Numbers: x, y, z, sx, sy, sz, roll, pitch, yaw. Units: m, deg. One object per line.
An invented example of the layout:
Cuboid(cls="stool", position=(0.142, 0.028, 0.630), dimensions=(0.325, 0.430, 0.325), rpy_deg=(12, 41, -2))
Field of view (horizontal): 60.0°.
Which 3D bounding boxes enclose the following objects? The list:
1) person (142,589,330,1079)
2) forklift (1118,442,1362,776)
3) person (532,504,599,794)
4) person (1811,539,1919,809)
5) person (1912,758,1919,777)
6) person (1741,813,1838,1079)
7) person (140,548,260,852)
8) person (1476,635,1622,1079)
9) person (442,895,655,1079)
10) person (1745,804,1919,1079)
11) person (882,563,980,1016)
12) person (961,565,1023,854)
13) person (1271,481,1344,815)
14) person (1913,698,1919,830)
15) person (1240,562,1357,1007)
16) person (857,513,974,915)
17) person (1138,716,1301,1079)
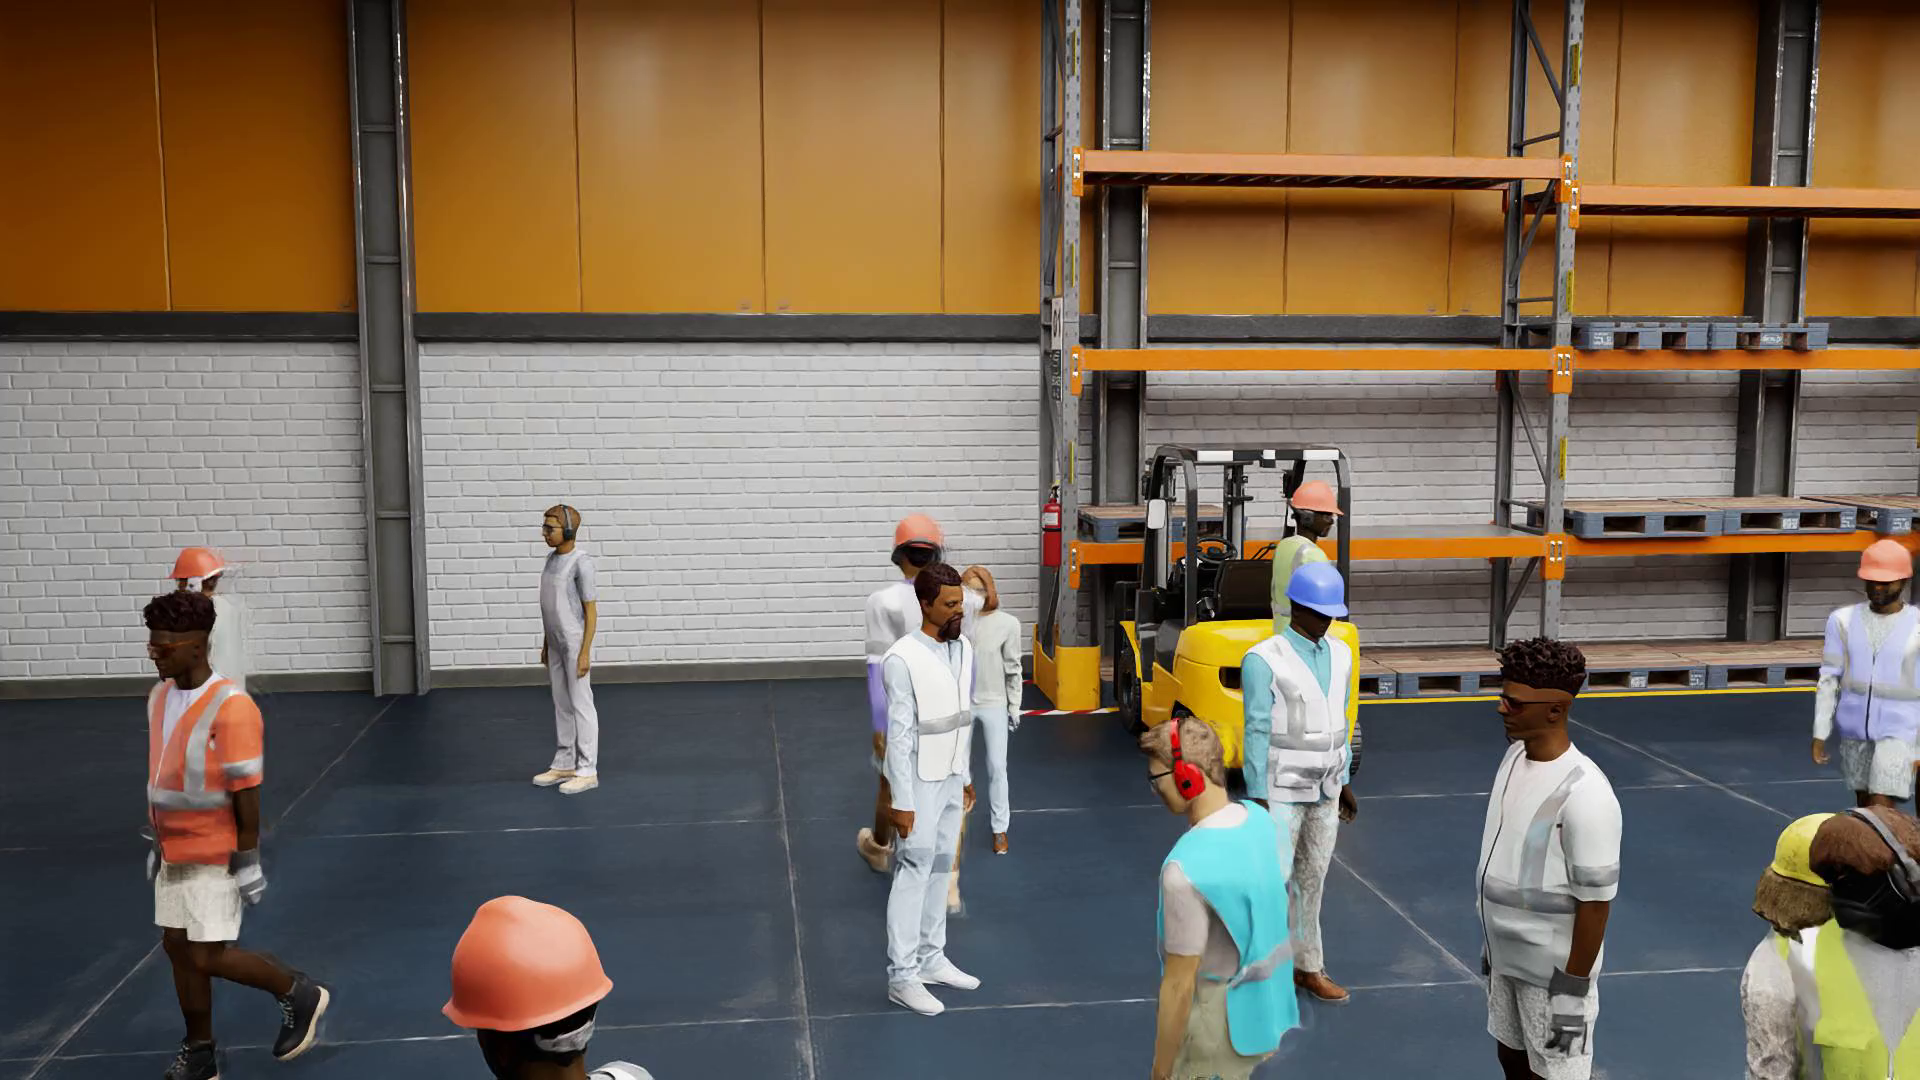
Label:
Cuboid(cls="person", position=(-2.814, 1.136, 6.315), dimensions=(0.604, 1.949, 0.581), rpy_deg=(5, 8, 38))
Cuboid(cls="forklift", position=(1.912, 0.418, 11.496), dimensions=(1.214, 2.155, 2.313), rpy_deg=(-1, 7, -8))
Cuboid(cls="person", position=(-2.514, 0.689, 10.637), dimensions=(0.345, 1.847, 0.506), rpy_deg=(-6, 9, -44))
Cuboid(cls="person", position=(4.473, 0.947, 8.174), dimensions=(0.980, 1.886, 0.552), rpy_deg=(-6, 9, -41))
Cuboid(cls="person", position=(6.618, 0.624, 11.021), dimensions=(0.651, 1.888, 0.431), rpy_deg=(-5, 8, -39))
Cuboid(cls="person", position=(2.012, 1.500, 3.977), dimensions=(0.322, 1.742, 0.493), rpy_deg=(6, 9, 41))
Cuboid(cls="person", position=(-4.288, 0.906, 9.232), dimensions=(0.791, 1.720, 0.590), rpy_deg=(0, 7, -4))
Cuboid(cls="person", position=(1.761, 1.263, 5.089), dimensions=(0.368, 1.966, 0.602), rpy_deg=(-1, 7, -7))
Cuboid(cls="person", position=(-0.673, 1.542, 2.787), dimensions=(0.376, 1.933, 0.545), rpy_deg=(1, 7, 10))
Cuboid(cls="person", position=(2.142, 1.495, 3.776), dimensions=(0.686, 1.809, 0.435), rpy_deg=(5, 8, 37))
Cuboid(cls="person", position=(-0.137, 1.046, 7.192), dimensions=(0.370, 1.916, 0.597), rpy_deg=(4, 7, 29))
Cuboid(cls="person", position=(0.098, 0.948, 9.330), dimensions=(0.505, 1.627, 0.278), rpy_deg=(1, 7, 6))
Cuboid(cls="person", position=(2.089, 0.659, 10.052), dimensions=(0.395, 2.040, 0.609), rpy_deg=(-1, 7, -11))
Cuboid(cls="person", position=(3.947, 1.120, 6.331), dimensions=(0.600, 1.967, 0.368), rpy_deg=(1, 7, 9))
Cuboid(cls="person", position=(1.452, 1.050, 7.075), dimensions=(0.602, 1.938, 0.400), rpy_deg=(-5, 8, -35))
Cuboid(cls="person", position=(-0.221, 0.855, 8.577), dimensions=(0.627, 1.979, 1.072), rpy_deg=(-3, 7, -23))
Cuboid(cls="person", position=(0.722, 1.392, 4.671), dimensions=(0.511, 1.800, 0.629), rpy_deg=(4, 7, 29))
